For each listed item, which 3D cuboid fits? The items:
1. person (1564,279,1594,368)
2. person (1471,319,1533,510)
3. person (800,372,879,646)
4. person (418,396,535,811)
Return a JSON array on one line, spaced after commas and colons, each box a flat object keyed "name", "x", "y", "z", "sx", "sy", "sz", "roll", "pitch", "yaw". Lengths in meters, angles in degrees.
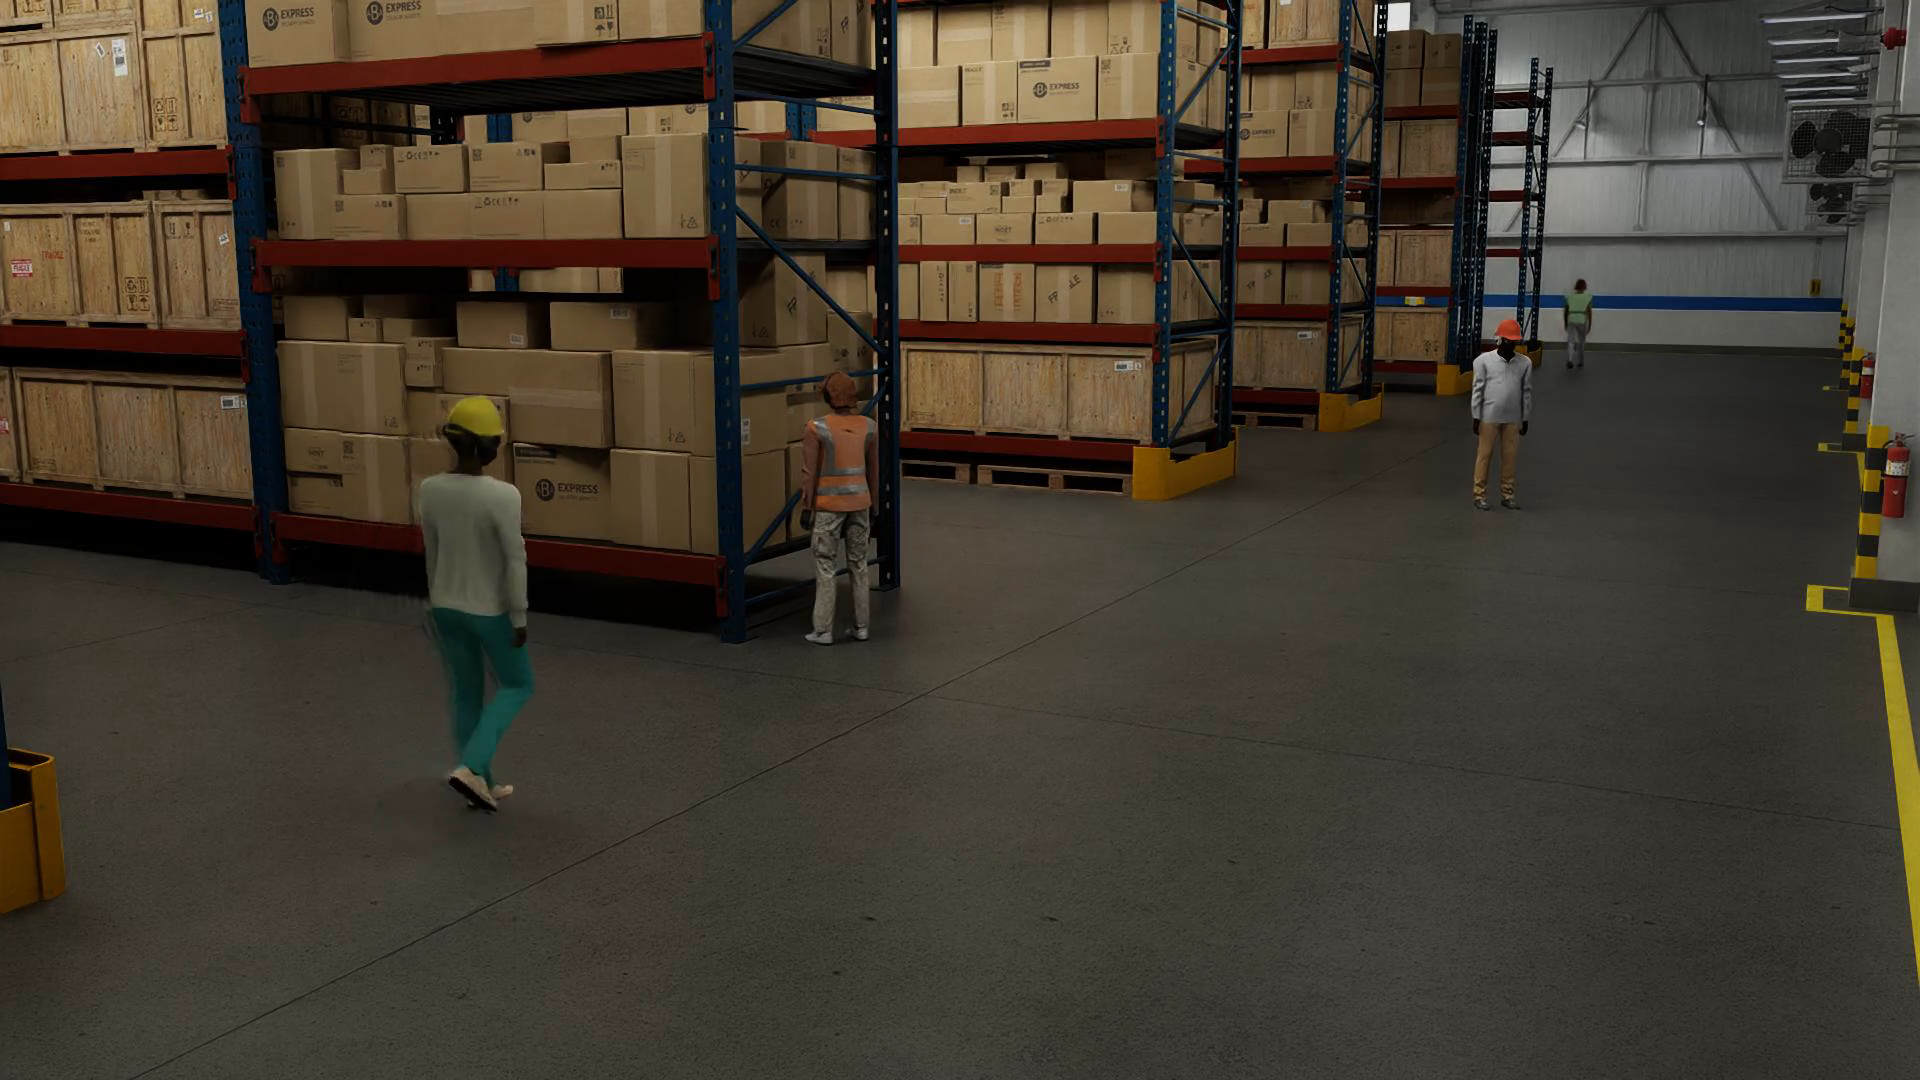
[{"name": "person", "x": 12.540, "y": -4.387, "z": 33.789, "sx": 0.564, "sy": 1.808, "sz": 0.943, "roll": 5, "pitch": 11, "yaw": 26}, {"name": "person", "x": 4.921, "y": -1.132, "z": 15.093, "sx": 0.563, "sy": 1.743, "sz": 0.350, "roll": -1, "pitch": 10, "yaw": -4}, {"name": "person", "x": -0.706, "y": -0.184, "z": 9.927, "sx": 0.524, "sy": 1.631, "sz": 0.317, "roll": -6, "pitch": 12, "yaw": -33}, {"name": "person", "x": -2.011, "y": 0.284, "z": 6.877, "sx": 0.526, "sy": 1.754, "sz": 0.418, "roll": 4, "pitch": 11, "yaw": 23}]
